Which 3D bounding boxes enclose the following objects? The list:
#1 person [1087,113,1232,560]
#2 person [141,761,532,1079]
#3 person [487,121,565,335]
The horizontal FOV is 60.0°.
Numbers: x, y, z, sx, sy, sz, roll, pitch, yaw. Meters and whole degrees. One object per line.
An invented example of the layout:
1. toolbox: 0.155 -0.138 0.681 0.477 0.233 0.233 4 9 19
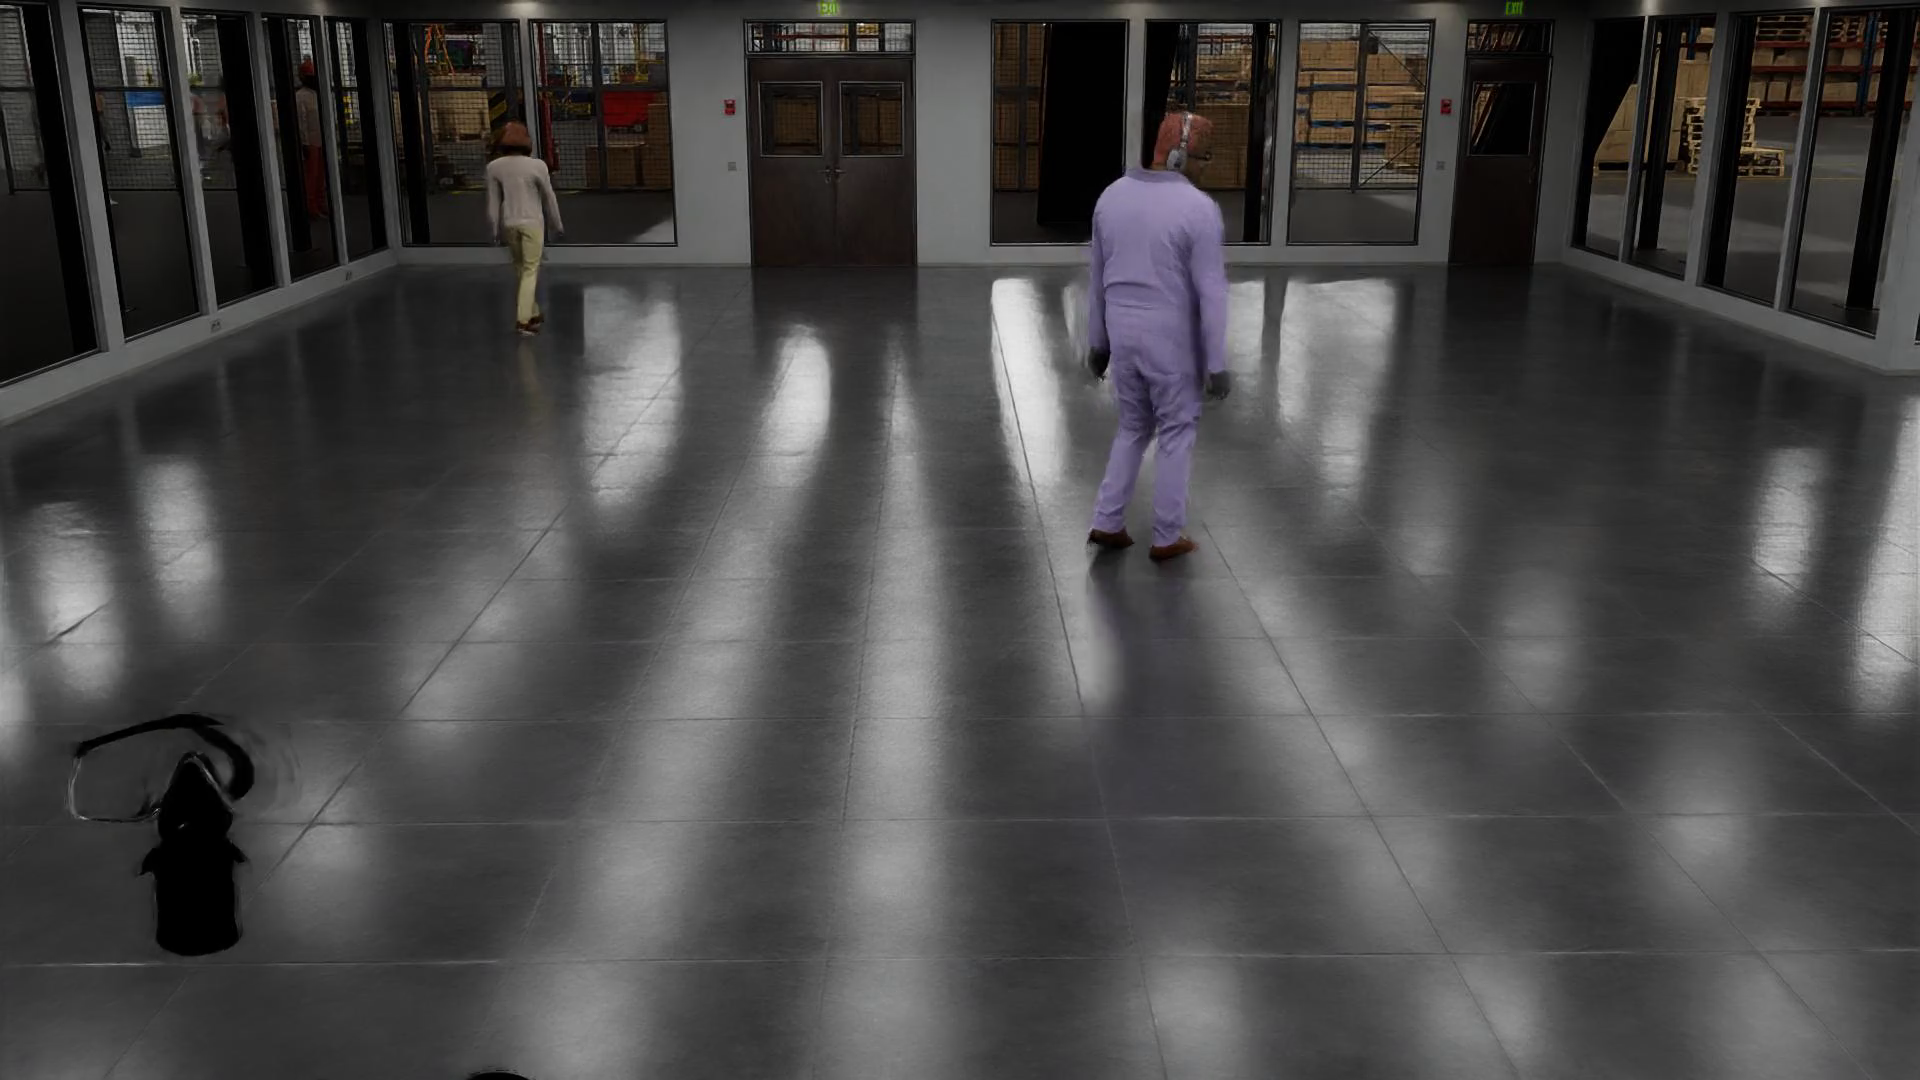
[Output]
1. person: 0.851 -0.814 6.954 0.678 1.872 0.444 16 23 43
2. person: -0.465 0.911 1.088 0.514 1.865 0.327 -7 18 -24
3. person: -3.348 -2.398 12.787 0.504 1.606 0.725 4 17 14
